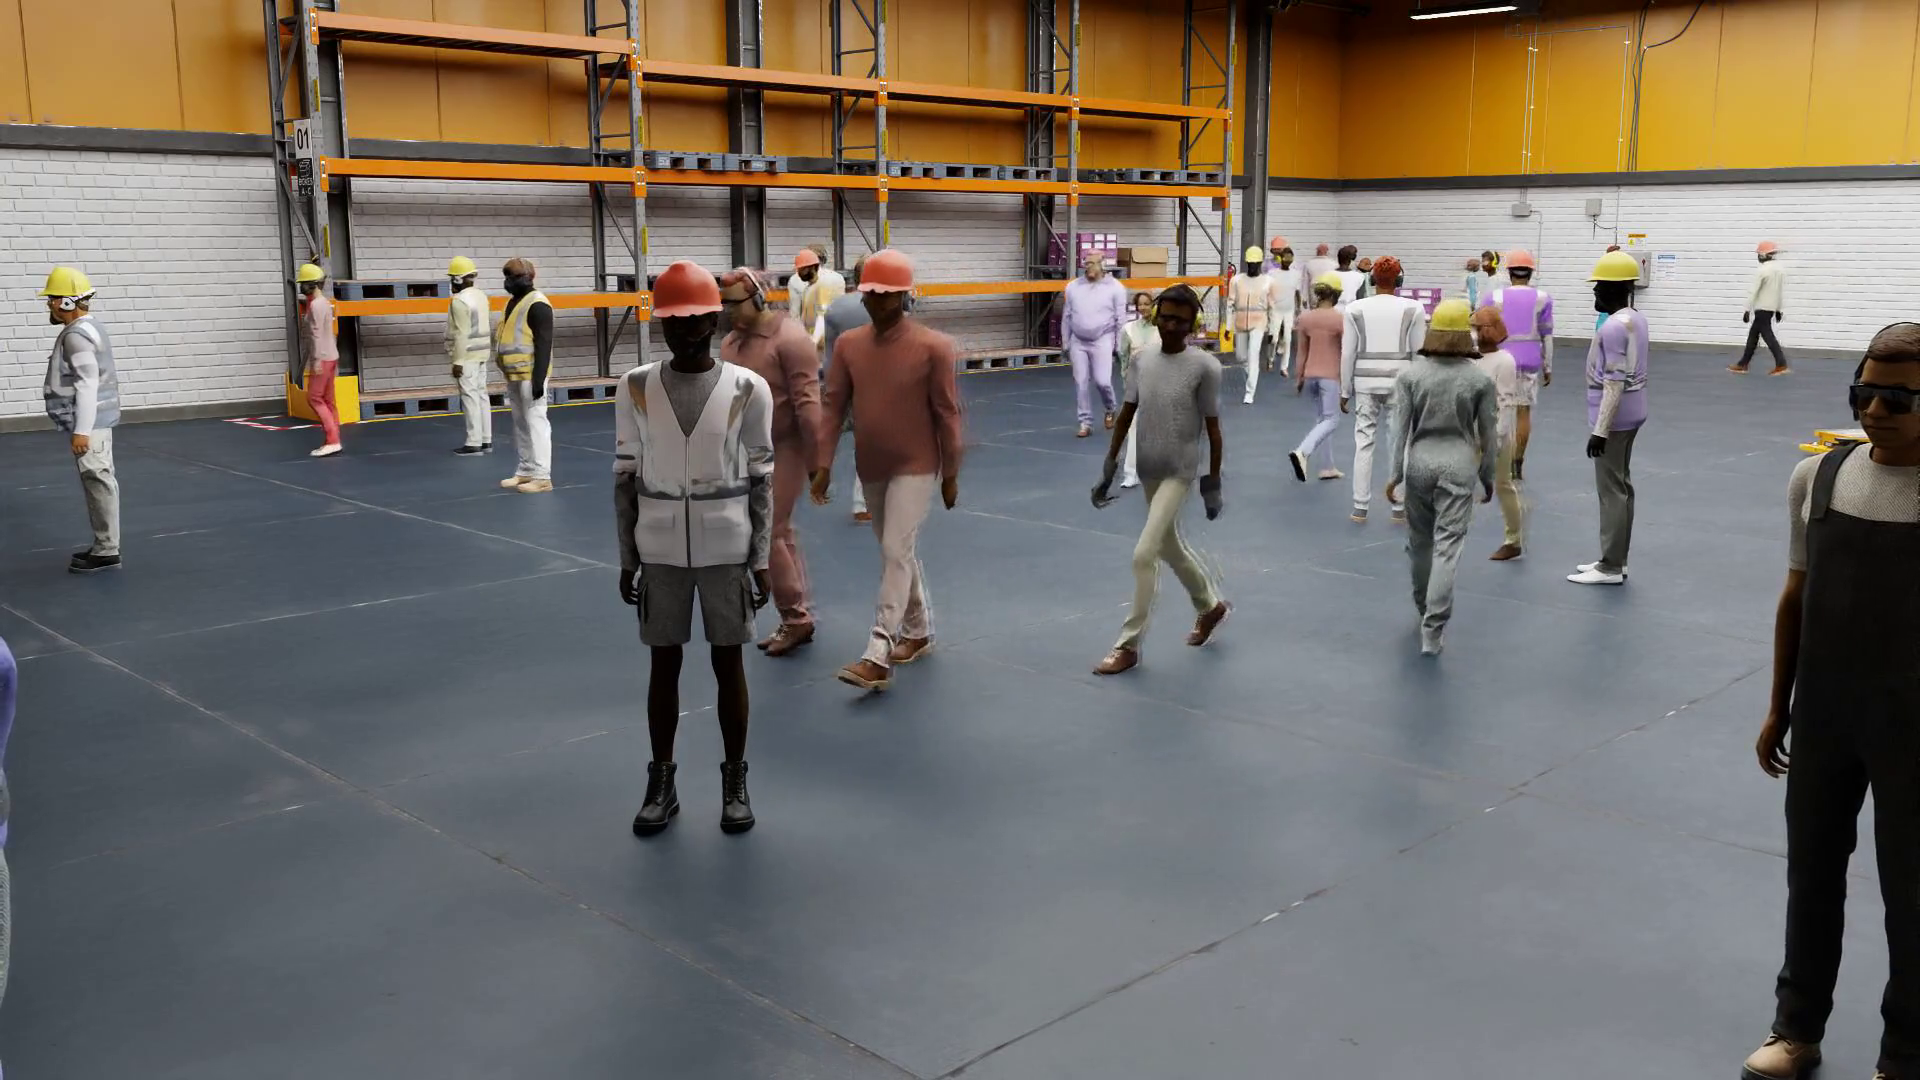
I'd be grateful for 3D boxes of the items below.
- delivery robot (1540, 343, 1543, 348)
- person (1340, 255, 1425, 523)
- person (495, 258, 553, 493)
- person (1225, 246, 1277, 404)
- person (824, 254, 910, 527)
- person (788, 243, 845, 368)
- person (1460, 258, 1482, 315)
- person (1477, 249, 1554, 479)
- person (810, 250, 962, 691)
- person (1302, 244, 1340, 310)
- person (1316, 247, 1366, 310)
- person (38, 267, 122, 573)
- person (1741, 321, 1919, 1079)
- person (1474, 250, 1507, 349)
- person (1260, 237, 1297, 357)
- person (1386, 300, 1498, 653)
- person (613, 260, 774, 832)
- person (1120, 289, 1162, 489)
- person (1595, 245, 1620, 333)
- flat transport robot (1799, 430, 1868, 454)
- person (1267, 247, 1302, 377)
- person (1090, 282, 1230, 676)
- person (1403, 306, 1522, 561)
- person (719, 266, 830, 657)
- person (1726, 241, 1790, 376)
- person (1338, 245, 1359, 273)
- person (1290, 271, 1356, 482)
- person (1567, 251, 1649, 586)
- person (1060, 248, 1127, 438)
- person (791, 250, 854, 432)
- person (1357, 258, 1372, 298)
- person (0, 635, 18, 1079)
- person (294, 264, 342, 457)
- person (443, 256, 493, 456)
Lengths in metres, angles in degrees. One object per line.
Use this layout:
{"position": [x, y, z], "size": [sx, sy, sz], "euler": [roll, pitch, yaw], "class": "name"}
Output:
{"position": [9.382, -3.362, 27.676], "size": [0.477, 0.478, 0.707], "euler": [-8, 13, -36], "class": "delivery robot"}
{"position": [2.970, -1.052, 11.712], "size": [0.574, 1.883, 0.360], "euler": [3, 11, 17], "class": "person"}
{"position": [-3.446, -1.297, 13.166], "size": [0.429, 1.840, 0.653], "euler": [-8, 13, -38], "class": "person"}
{"position": [3.560, -2.626, 20.263], "size": [0.593, 1.899, 0.815], "euler": [5, 12, 26], "class": "person"}
{"position": [-0.603, -1.079, 11.855], "size": [0.647, 1.882, 0.987], "euler": [5, 11, 23], "class": "person"}
{"position": [-1.532, -2.215, 17.897], "size": [0.627, 1.941, 0.370], "euler": [-2, 11, -9], "class": "person"}
{"position": [8.886, -4.128, 29.186], "size": [0.461, 1.621, 0.577], "euler": [0, 10, 2], "class": "person"}
{"position": [4.629, -1.452, 13.866], "size": [0.570, 1.911, 0.441], "euler": [3, 11, 17], "class": "person"}
{"position": [-0.354, -0.313, 7.495], "size": [0.605, 1.942, 1.045], "euler": [6, 12, 32], "class": "person"}
{"position": [6.369, -4.237, 29.142], "size": [0.656, 1.867, 0.940], "euler": [6, 12, 28], "class": "person"}
{"position": [4.929, -2.851, 21.579], "size": [0.611, 1.870, 1.005], "euler": [2, 11, 12], "class": "person"}
{"position": [-5.290, -0.721, 10.039], "size": [0.404, 1.834, 0.592], "euler": [-4, 11, -21], "class": "person"}
{"position": [2.090, 0.424, 3.806], "size": [0.341, 1.839, 0.501], "euler": [-6, 12, -31], "class": "person"}
{"position": [6.815, -2.772, 21.224], "size": [0.832, 1.842, 0.517], "euler": [-3, 11, -18], "class": "person"}
{"position": [5.348, -4.080, 27.911], "size": [0.623, 2.007, 0.993], "euler": [3, 11, 16], "class": "person"}
{"position": [2.407, -0.335, 8.277], "size": [0.506, 1.693, 0.900], "euler": [4, 11, 21], "class": "person"}
{"position": [-0.896, 0.037, 5.624], "size": [0.542, 1.938, 0.358], "euler": [0, 10, -2], "class": "person"}
{"position": [1.554, -1.245, 13.542], "size": [0.520, 1.599, 0.847], "euler": [4, 11, 19], "class": "person"}
{"position": [11.231, -4.173, 28.837], "size": [0.389, 1.843, 0.563], "euler": [10, 14, 42], "class": "person"}
{"position": [8.518, -0.879, 15.162], "size": [1.431, 0.197, 0.652], "euler": [-1, 11, -6], "class": "flat transport robot"}
{"position": [4.620, -3.261, 23.837], "size": [0.538, 1.857, 0.471], "euler": [0, 10, -1], "class": "person"}
{"position": [1.009, -0.312, 7.866], "size": [0.973, 1.818, 0.549], "euler": [-9, 14, -40], "class": "person"}
{"position": [3.166, -0.633, 10.209], "size": [0.842, 1.579, 0.519], "euler": [-4, 11, -22], "class": "person"}
{"position": [-0.943, -0.376, 8.056], "size": [0.536, 1.868, 0.673], "euler": [-9, 14, -40], "class": "person"}
{"position": [11.714, -3.368, 24.178], "size": [0.630, 1.950, 1.009], "euler": [-7, 13, -35], "class": "person"}
{"position": [7.036, -4.401, 30.105], "size": [0.429, 1.840, 0.640], "euler": [-2, 11, -12], "class": "person"}
{"position": [2.936, -1.323, 13.602], "size": [0.755, 1.730, 0.548], "euler": [-8, 13, -39], "class": "person"}
{"position": [3.773, -0.697, 9.652], "size": [0.374, 1.928, 0.584], "euler": [7, 12, 32], "class": "person"}
{"position": [1.342, -1.981, 16.753], "size": [0.650, 1.890, 0.515], "euler": [4, 11, 21], "class": "person"}
{"position": [-1.506, -2.019, 17.005], "size": [1.038, 1.859, 0.565], "euler": [-7, 13, -35], "class": "person"}
{"position": [7.131, -4.181, 29.479], "size": [0.281, 1.624, 0.494], "euler": [-3, 11, -14], "class": "person"}
{"position": [-1.365, 0.700, 2.007], "size": [0.358, 1.938, 0.542], "euler": [1, 10, 6], "class": "person"}
{"position": [-5.879, -1.641, 15.251], "size": [0.343, 1.760, 0.548], "euler": [-3, 11, -14], "class": "person"}
{"position": [-4.536, -1.689, 15.323], "size": [0.404, 1.829, 0.600], "euler": [1, 10, 6], "class": "person"}
